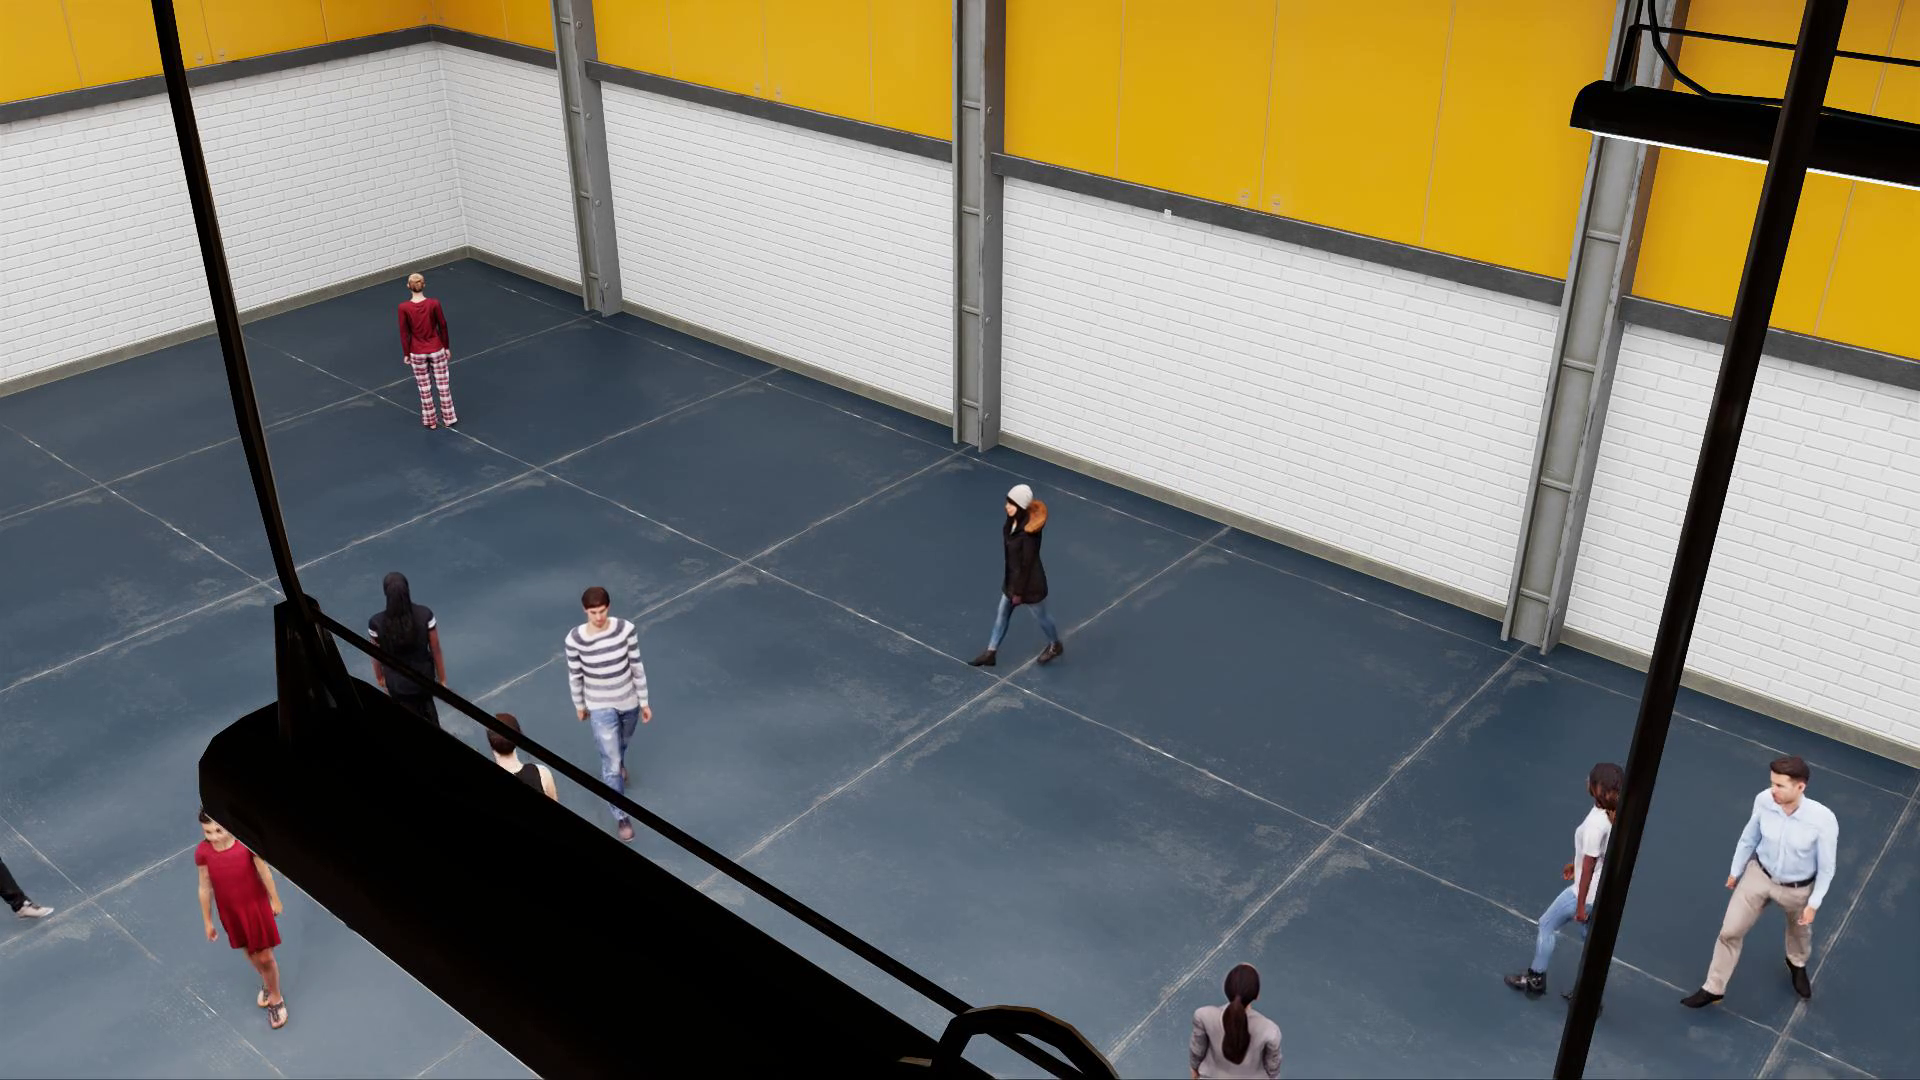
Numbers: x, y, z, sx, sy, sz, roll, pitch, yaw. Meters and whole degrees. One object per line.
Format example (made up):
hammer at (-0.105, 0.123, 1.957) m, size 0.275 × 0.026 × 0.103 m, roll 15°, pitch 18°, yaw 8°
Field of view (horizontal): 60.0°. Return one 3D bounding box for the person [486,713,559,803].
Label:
person at (-2.605, 1.924, 9.936) m, size 0.895 × 1.876 × 0.962 m, roll -13°, pitch 31°, yaw -22°

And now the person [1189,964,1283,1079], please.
person at (1.379, 2.830, 8.482) m, size 0.657 × 1.678 × 0.767 m, roll 8°, pitch 30°, yaw 14°

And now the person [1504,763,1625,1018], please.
person at (3.799, 2.100, 9.797) m, size 0.806 × 1.701 × 0.624 m, roll 25°, pitch 37°, yaw 38°

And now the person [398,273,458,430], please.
person at (-5.537, -1.975, 17.267) m, size 0.694 × 1.699 × 0.666 m, roll -11°, pitch 31°, yaw -20°

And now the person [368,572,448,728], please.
person at (-3.845, 1.042, 11.724) m, size 0.740 × 1.712 × 0.872 m, roll -17°, pitch 33°, yaw -28°

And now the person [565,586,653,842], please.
person at (-2.427, 1.083, 11.548) m, size 0.996 × 1.808 × 1.284 m, roll -12°, pitch 31°, yaw -21°

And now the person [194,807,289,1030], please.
person at (-4.259, 2.129, 9.916) m, size 0.763 × 1.536 × 0.835 m, roll -5°, pitch 29°, yaw -10°

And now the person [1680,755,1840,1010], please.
person at (4.908, 2.025, 9.840) m, size 1.031 × 1.790 × 0.828 m, roll 20°, pitch 35°, yaw 33°

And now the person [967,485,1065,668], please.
person at (0.581, 0.313, 13.189) m, size 0.927 × 1.590 × 1.075 m, roll -15°, pitch 32°, yaw -25°
